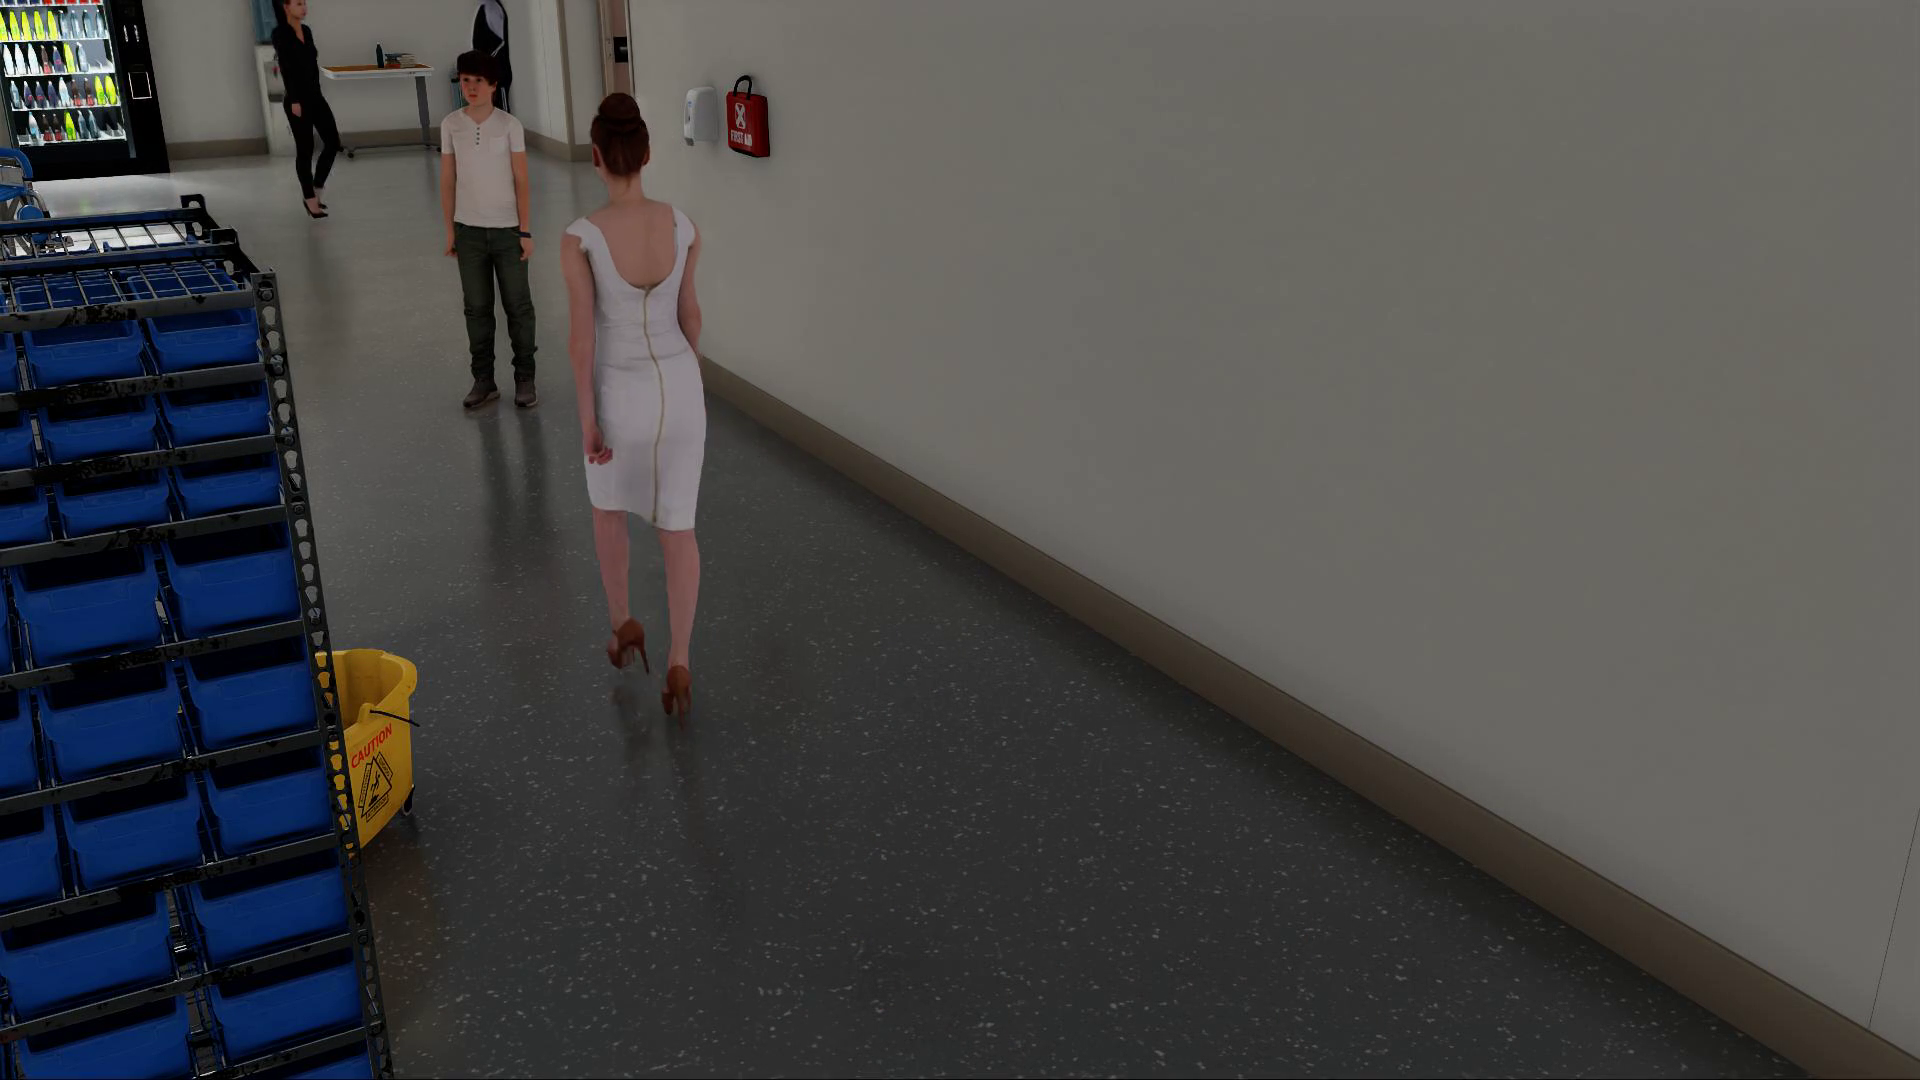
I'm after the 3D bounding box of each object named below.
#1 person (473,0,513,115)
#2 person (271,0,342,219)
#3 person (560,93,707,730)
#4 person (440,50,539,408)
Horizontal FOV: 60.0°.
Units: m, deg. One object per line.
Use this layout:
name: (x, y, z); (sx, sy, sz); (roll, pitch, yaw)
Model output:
person: (-3.918, -3.907, 14.063); (0.636, 1.828, 0.704); (-6, 22, -15)
person: (-5.042, -3.299, 12.636); (0.763, 1.701, 0.696); (6, 22, 16)
person: (-0.853, -0.310, 4.642); (0.717, 1.774, 0.660); (-9, 22, -21)
person: (-2.210, -1.455, 7.834); (0.607, 1.654, 0.709); (-1, 21, -2)
